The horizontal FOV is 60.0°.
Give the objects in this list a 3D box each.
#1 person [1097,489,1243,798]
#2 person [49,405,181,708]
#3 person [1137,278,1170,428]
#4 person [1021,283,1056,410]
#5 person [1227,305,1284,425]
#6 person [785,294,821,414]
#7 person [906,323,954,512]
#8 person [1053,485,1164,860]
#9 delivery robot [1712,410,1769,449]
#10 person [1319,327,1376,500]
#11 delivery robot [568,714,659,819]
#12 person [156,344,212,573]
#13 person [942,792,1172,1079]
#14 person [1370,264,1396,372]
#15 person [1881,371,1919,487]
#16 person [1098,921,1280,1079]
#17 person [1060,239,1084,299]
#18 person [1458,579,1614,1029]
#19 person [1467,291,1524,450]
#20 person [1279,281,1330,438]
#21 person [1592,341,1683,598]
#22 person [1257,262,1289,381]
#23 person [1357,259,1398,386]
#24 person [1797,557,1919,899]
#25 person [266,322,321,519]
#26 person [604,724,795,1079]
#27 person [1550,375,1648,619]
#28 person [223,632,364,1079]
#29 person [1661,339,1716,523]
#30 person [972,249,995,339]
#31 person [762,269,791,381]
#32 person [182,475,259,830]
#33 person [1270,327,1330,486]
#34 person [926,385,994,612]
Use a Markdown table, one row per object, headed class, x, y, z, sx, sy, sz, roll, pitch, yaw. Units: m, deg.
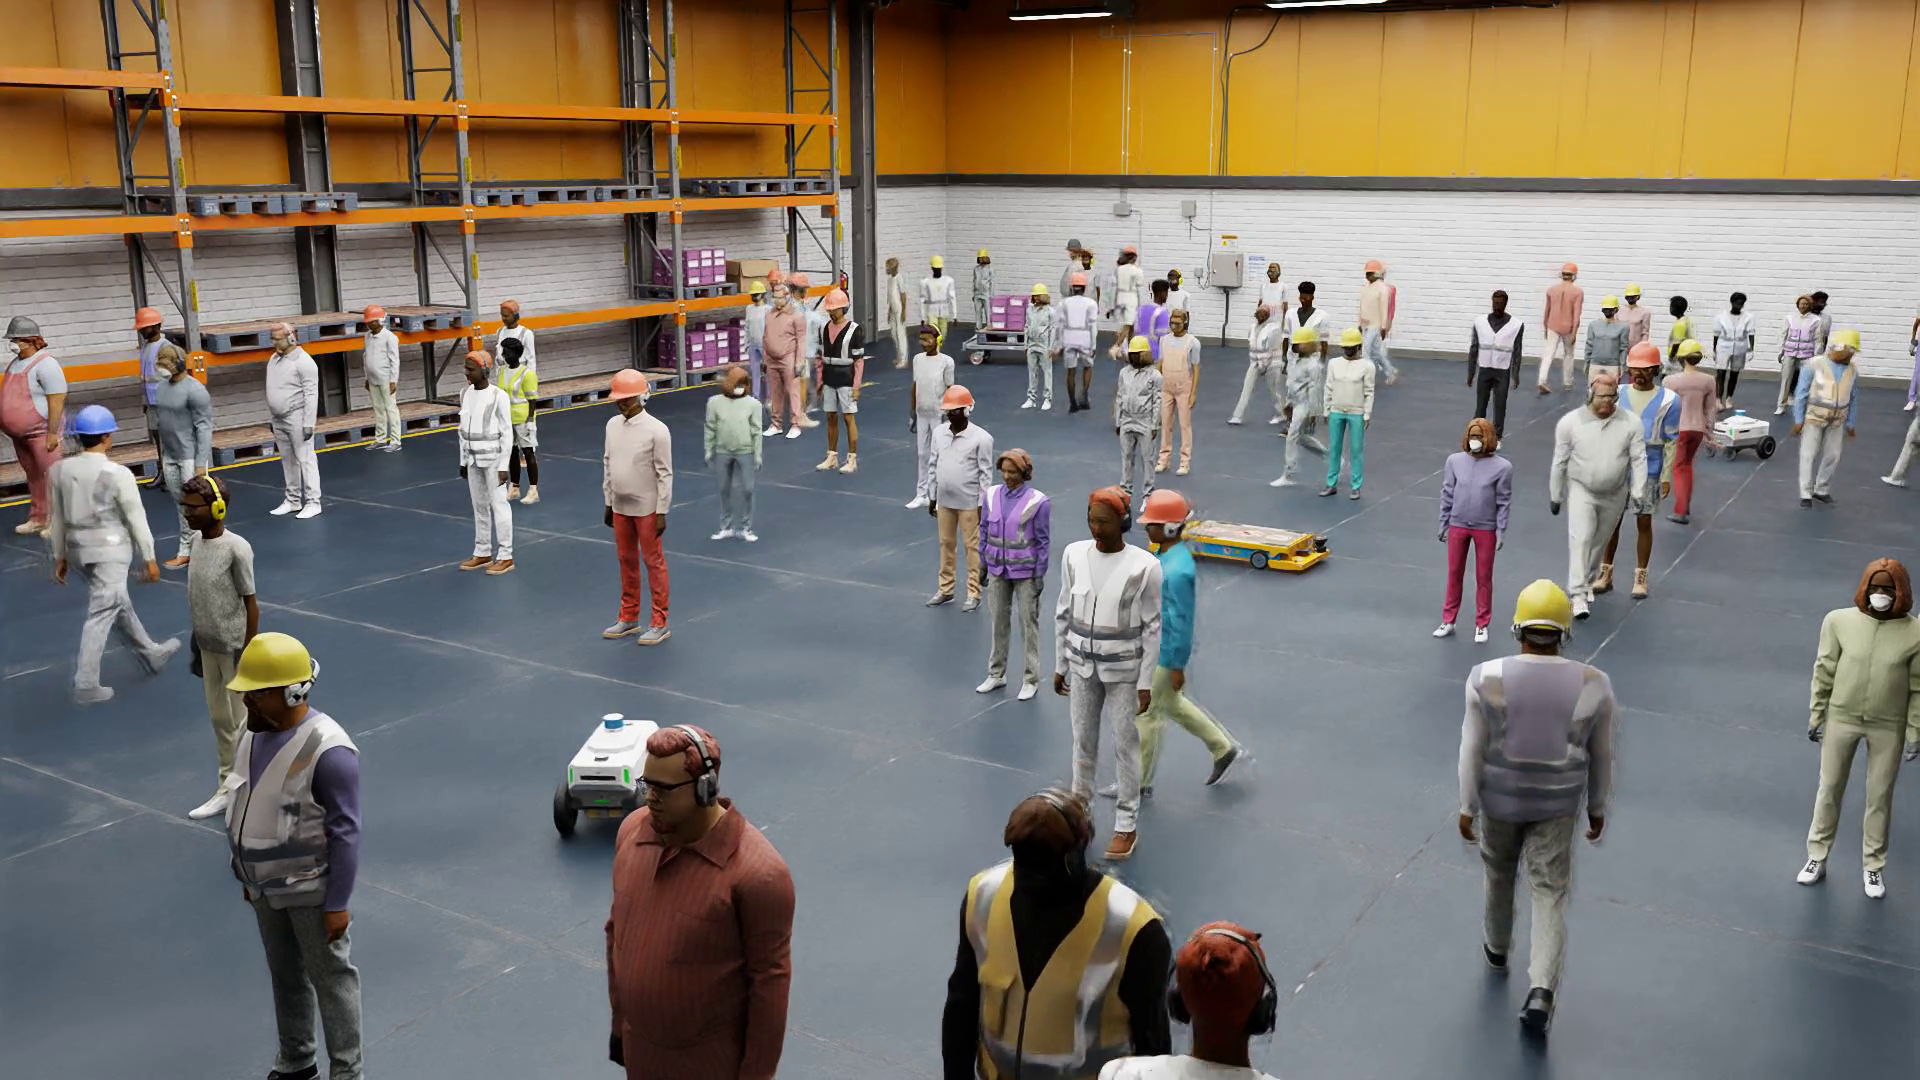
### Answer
| class | x | y | z | sx | sy | sz | roll | pitch | yaw |
| --- | --- | --- | --- | --- | --- | --- | --- | --- | --- |
| person | 1.177 | 0.569 | 9.059 | 0.757 | 1.727 | 0.569 | 0 | 13 | 2 |
| person | -5.491 | 0.071 | 10.801 | 0.643 | 1.893 | 1.011 | 5 | 14 | 19 |
| person | 2.411 | -2.397 | 21.429 | 0.626 | 1.947 | 0.598 | -5 | 14 | -22 |
| person | 1.098 | -2.686 | 23.111 | 0.486 | 1.744 | 0.294 | 8 | 15 | 31 |
| person | 3.927 | -2.270 | 21.653 | 0.866 | 1.584 | 0.516 | -10 | 16 | -38 |
| person | -2.184 | -2.536 | 22.537 | 0.593 | 1.697 | 0.909 | 7 | 15 | 27 |
| person | -0.297 | -1.210 | 16.455 | 0.509 | 1.861 | 0.328 | 8 | 15 | 31 |
| person | 0.722 | 0.657 | 8.305 | 0.575 | 1.882 | 0.355 | 8 | 15 | 31 |
| delivery robot | 9.058 | -1.265 | 19.345 | 0.707 | 0.478 | 0.477 | -7 | 15 | -28 |
| person | 3.968 | -1.296 | 17.037 | 0.523 | 1.767 | 0.313 | 8 | 15 | 31 |
| delivery robot | -1.825 | 1.163 | 8.813 | 0.477 | 0.478 | 0.707 | 1 | 13 | 3 |
| person | -6.528 | -0.684 | 14.001 | 0.631 | 1.939 | 0.372 | 8 | 15 | 31 |
| person | 0.234 | 1.553 | 4.636 | 0.633 | 1.782 | 0.993 | 8 | 15 | 31 |
| person | 6.800 | -3.618 | 27.127 | 0.560 | 1.752 | 0.324 | 8 | 15 | 31 |
| person | 10.154 | -1.287 | 17.366 | 0.495 | 1.591 | 0.839 | -3 | 13 | -12 |
| person | 0.522 | 1.754 | 3.618 | 0.578 | 1.856 | 0.841 | 8 | 15 | 30 |
| person | 2.005 | -4.446 | 30.089 | 0.838 | 2.000 | 0.697 | 1 | 13 | 5 |
| person | 2.339 | 1.052 | 6.783 | 0.603 | 1.799 | 0.880 | 3 | 13 | 13 |
| person | 6.395 | -2.032 | 19.936 | 0.628 | 1.907 | 0.385 | 6 | 14 | 25 |
| person | 4.273 | -2.239 | 20.684 | 0.604 | 1.965 | 0.367 | 8 | 15 | 31 |
| person | 5.356 | -0.555 | 13.209 | 0.608 | 2.044 | 0.371 | 8 | 15 | 31 |
| person | 4.885 | -3.419 | 26.064 | 0.508 | 1.846 | 0.345 | 8 | 15 | 31 |
| person | 6.277 | -3.261 | 25.136 | 0.894 | 1.963 | 0.626 | -5 | 14 | -19 |
| person | 4.292 | 0.880 | 7.881 | 0.498 | 1.633 | 0.285 | 8 | 15 | 31 |
| person | -6.497 | -1.162 | 16.144 | 0.642 | 1.907 | 0.410 | 8 | 15 | 31 |
| person | -0.786 | 1.448 | 4.820 | 0.642 | 1.908 | 0.410 | 8 | 15 | 31 |
| person | 4.890 | -0.345 | 12.739 | 0.644 | 1.843 | 1.037 | 1 | 13 | 5 |
| person | -2.401 | 1.215 | 5.989 | 0.588 | 1.833 | 0.404 | 8 | 15 | 31 |
| person | 6.942 | -1.052 | 16.013 | 0.539 | 1.744 | 0.613 | -2 | 13 | -9 |
| person | 0.433 | -4.670 | 31.717 | 0.486 | 1.744 | 0.294 | 8 | 15 | 31 |
| person | -2.863 | -3.337 | 25.907 | 0.560 | 1.752 | 0.324 | 8 | 15 | 31 |
| person | -3.854 | 0.579 | 8.669 | 0.509 | 1.872 | 0.328 | 8 | 15 | 31 |
| person | 3.710 | -1.420 | 17.675 | 0.736 | 1.711 | 0.492 | -2 | 13 | -7 |
| person | -0.018 | -0.326 | 12.846 | 0.560 | 1.752 | 0.324 | 8 | 15 | 31 |
